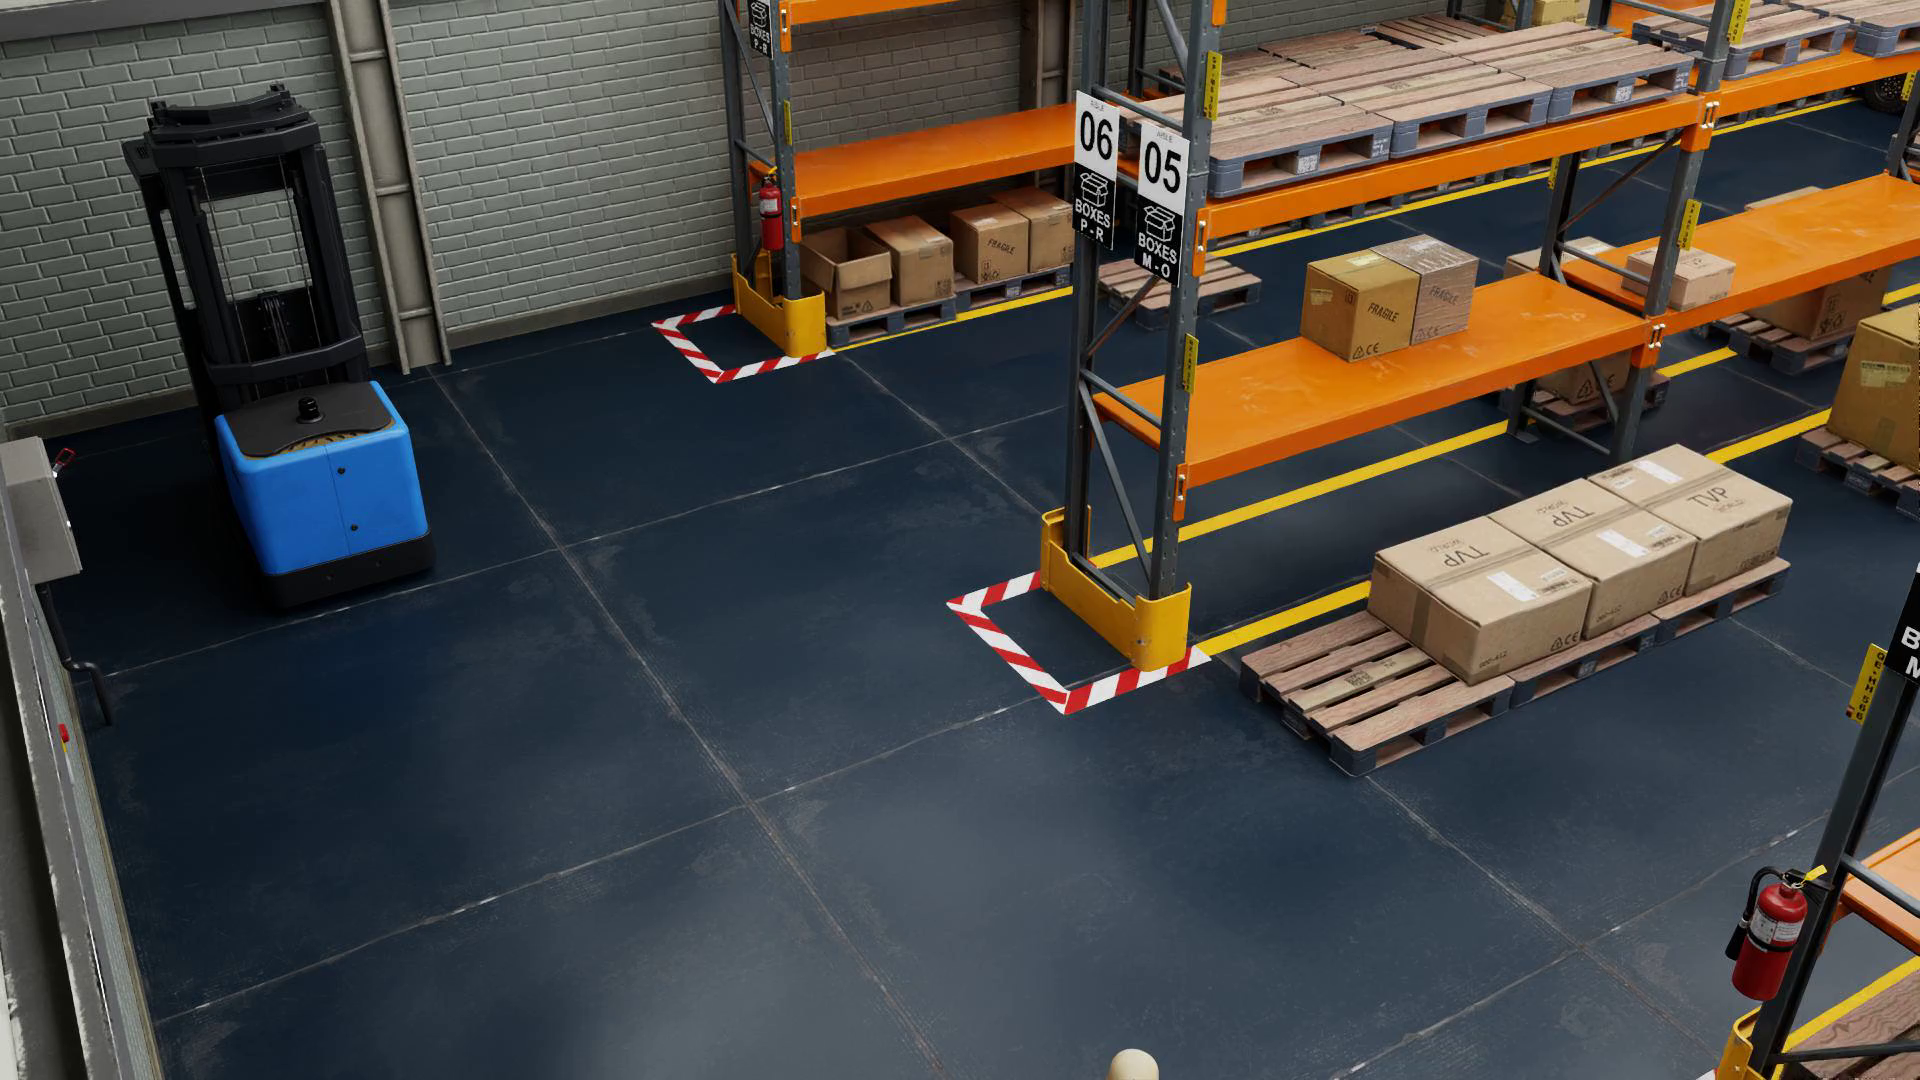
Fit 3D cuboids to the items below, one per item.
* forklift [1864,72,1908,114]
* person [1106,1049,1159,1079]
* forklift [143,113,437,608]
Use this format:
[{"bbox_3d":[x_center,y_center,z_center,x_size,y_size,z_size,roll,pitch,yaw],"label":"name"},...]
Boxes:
[{"bbox_3d":[11.468,-5.645,18.244,1.214,2.155,2.313,-17,36,-26],"label":"forklift"},{"bbox_3d":[0.535,2.369,5.657,0.585,1.799,0.395,4,32,6],"label":"person"},{"bbox_3d":[-4.289,-1.259,10.509,1.129,2.768,1.873,-17,36,-26],"label":"forklift"}]
